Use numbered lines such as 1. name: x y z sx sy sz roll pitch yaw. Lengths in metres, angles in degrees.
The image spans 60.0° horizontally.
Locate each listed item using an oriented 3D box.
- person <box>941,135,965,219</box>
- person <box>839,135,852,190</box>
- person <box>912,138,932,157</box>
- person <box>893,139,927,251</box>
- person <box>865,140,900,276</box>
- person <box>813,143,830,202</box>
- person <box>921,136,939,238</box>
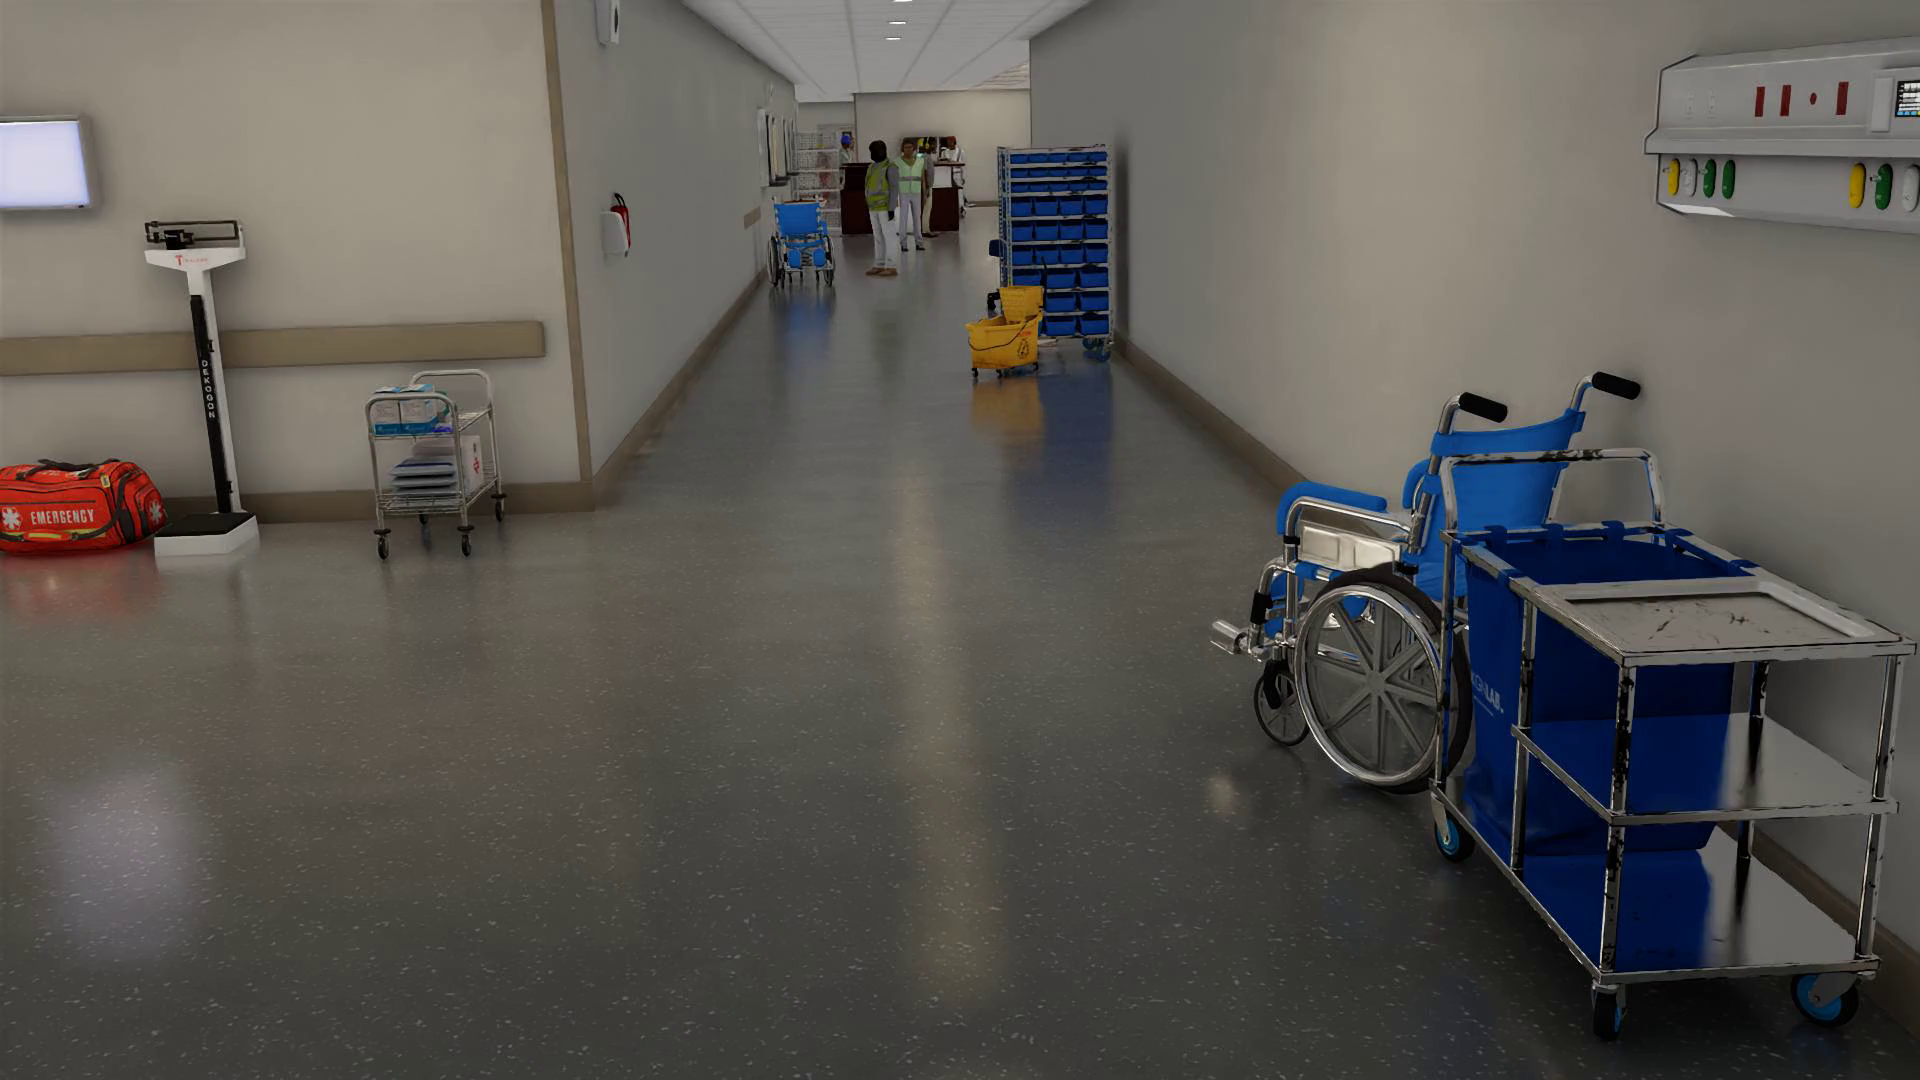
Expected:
1. person: -0.146 -8.241 37.819 0.580 1.879 0.351 3 14 19
2. person: -2.827 -9.020 41.179 0.404 1.945 0.616 5 15 24
3. person: -0.878 -8.649 39.701 0.602 1.825 0.404 -1 14 5
4. person: -0.847 -5.738 27.704 0.561 1.836 0.388 -6 14 -17
5. person: -1.080 -4.544 22.818 0.429 1.838 0.621 -11 16 -33
6. person: -4.217 -11.040 50.060 0.559 1.737 0.717 11 19 42
7. person: -0.585 -6.608 31.182 0.309 1.864 0.535 0 14 7
